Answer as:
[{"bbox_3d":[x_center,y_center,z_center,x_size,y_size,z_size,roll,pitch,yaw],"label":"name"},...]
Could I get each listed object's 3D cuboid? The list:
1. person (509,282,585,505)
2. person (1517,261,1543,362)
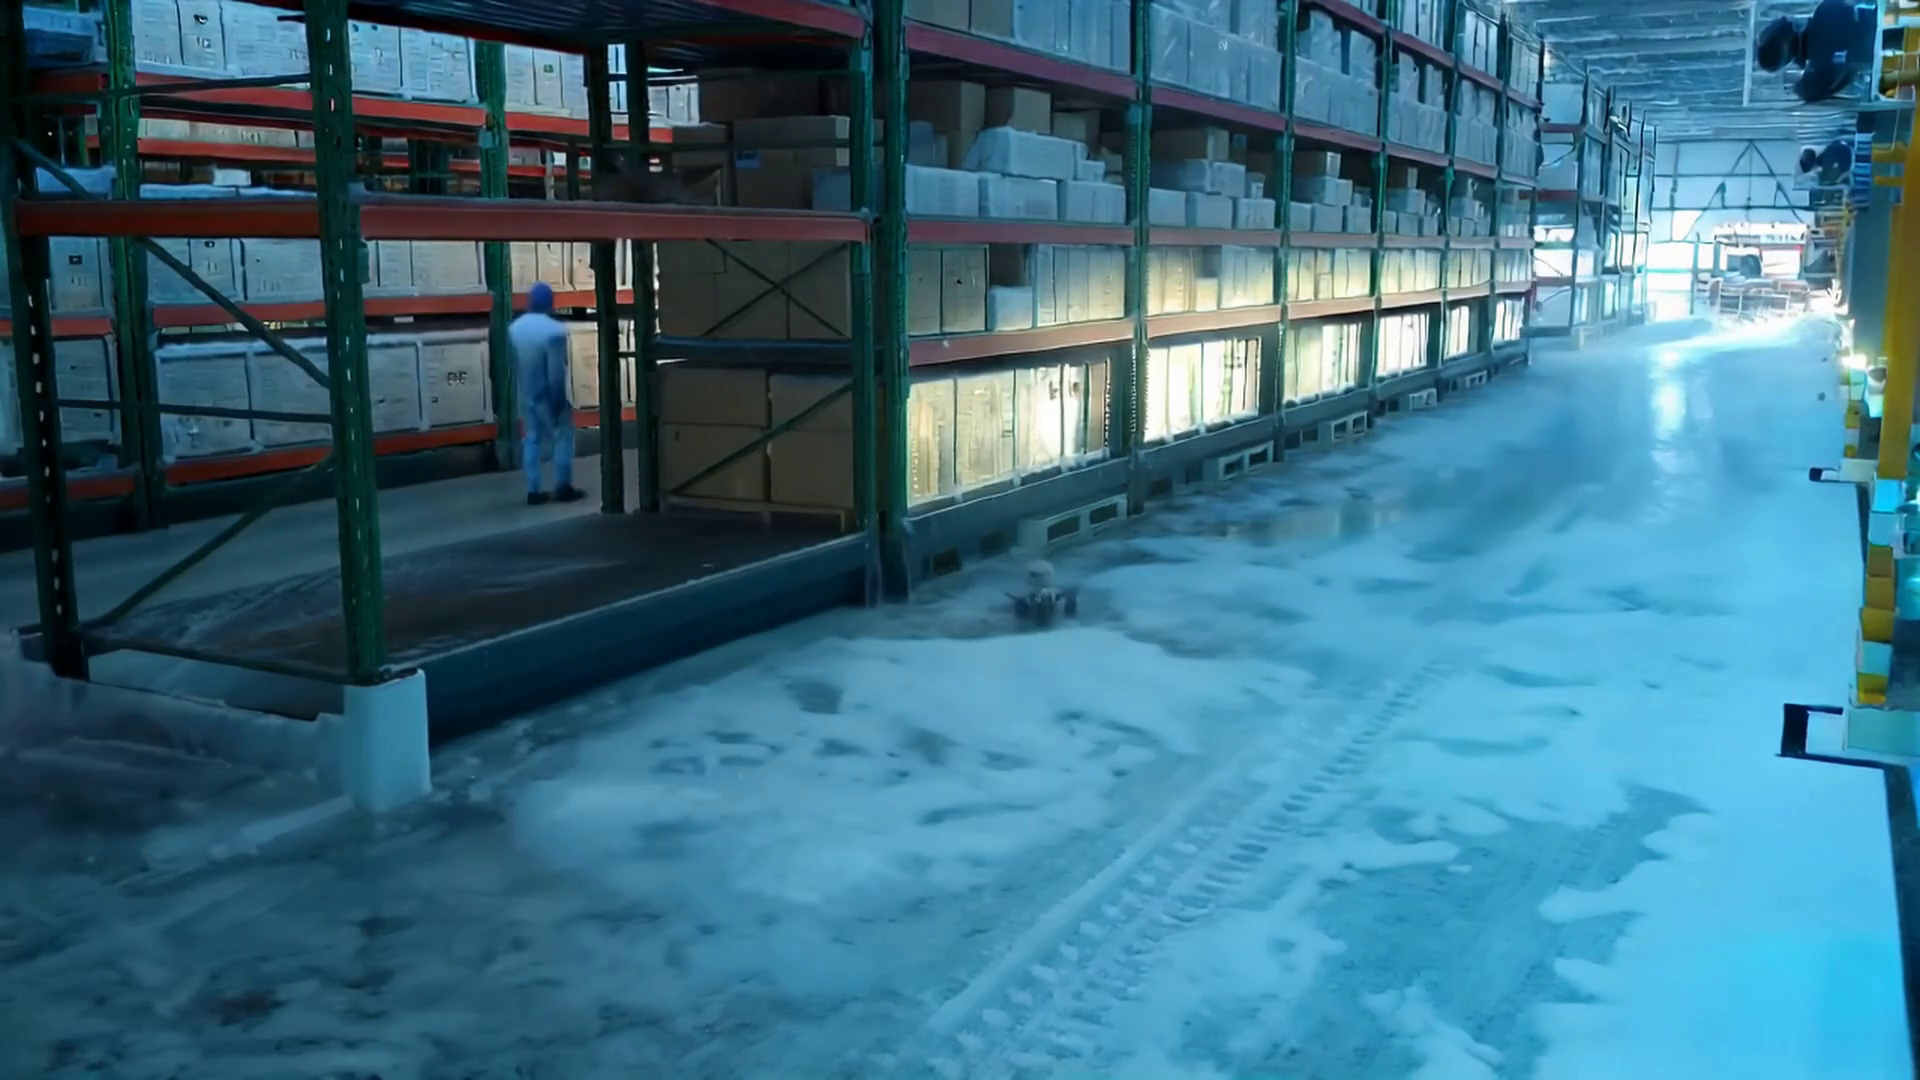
[{"bbox_3d":[-3.577,-1.265,14.453,0.642,1.920,0.647,5,11,25],"label":"person"},{"bbox_3d":[11.354,-4.528,33.041,0.643,2.016,0.793,-6,12,-32],"label":"person"}]
